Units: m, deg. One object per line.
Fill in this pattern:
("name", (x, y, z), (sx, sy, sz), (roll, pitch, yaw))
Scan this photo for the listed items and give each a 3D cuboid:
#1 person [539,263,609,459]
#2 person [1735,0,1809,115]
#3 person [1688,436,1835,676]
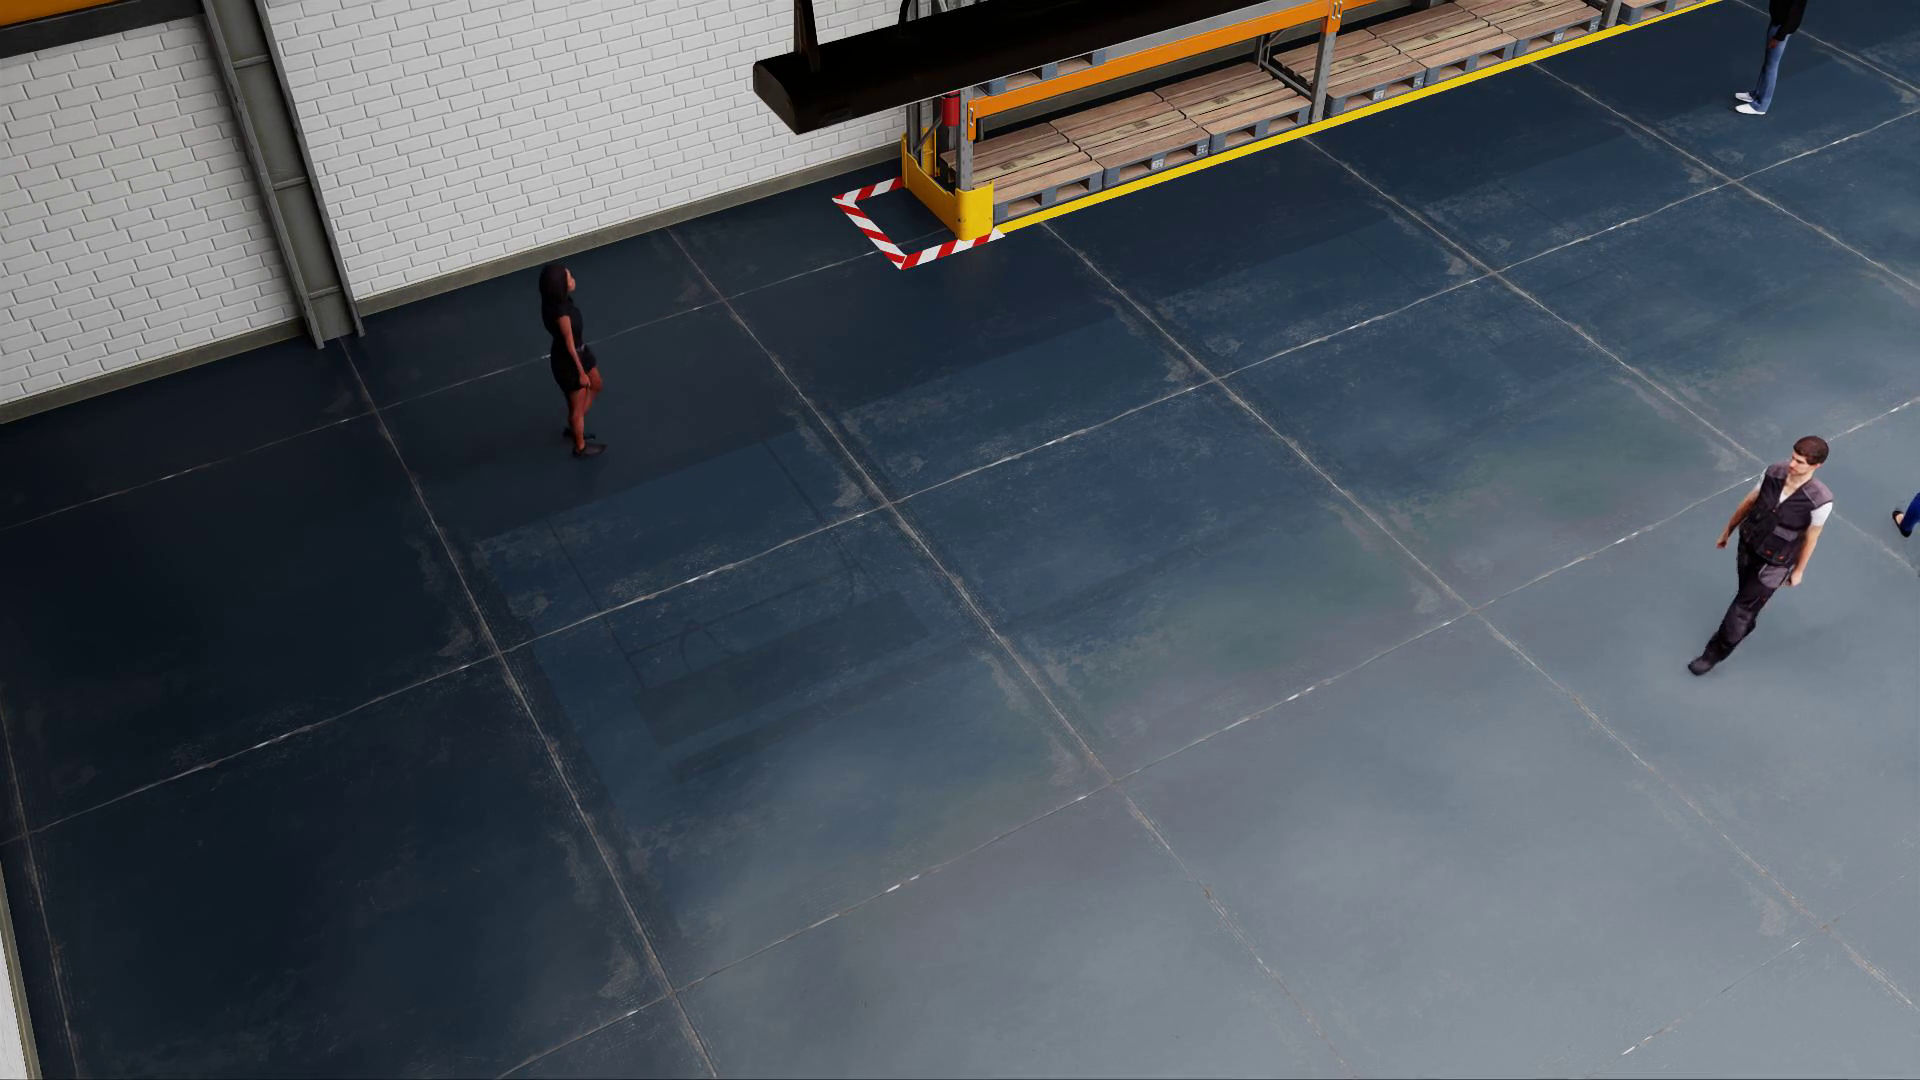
("person", (-2.929, -1.263, 12.149), (0.681, 1.727, 0.677), (-12, 45, -12))
("person", (7.918, -4.947, 15.999), (0.736, 1.750, 0.663), (14, 45, 14))
("person", (5.271, 0.040, 10.709), (0.937, 1.825, 0.717), (-18, 47, -18))
